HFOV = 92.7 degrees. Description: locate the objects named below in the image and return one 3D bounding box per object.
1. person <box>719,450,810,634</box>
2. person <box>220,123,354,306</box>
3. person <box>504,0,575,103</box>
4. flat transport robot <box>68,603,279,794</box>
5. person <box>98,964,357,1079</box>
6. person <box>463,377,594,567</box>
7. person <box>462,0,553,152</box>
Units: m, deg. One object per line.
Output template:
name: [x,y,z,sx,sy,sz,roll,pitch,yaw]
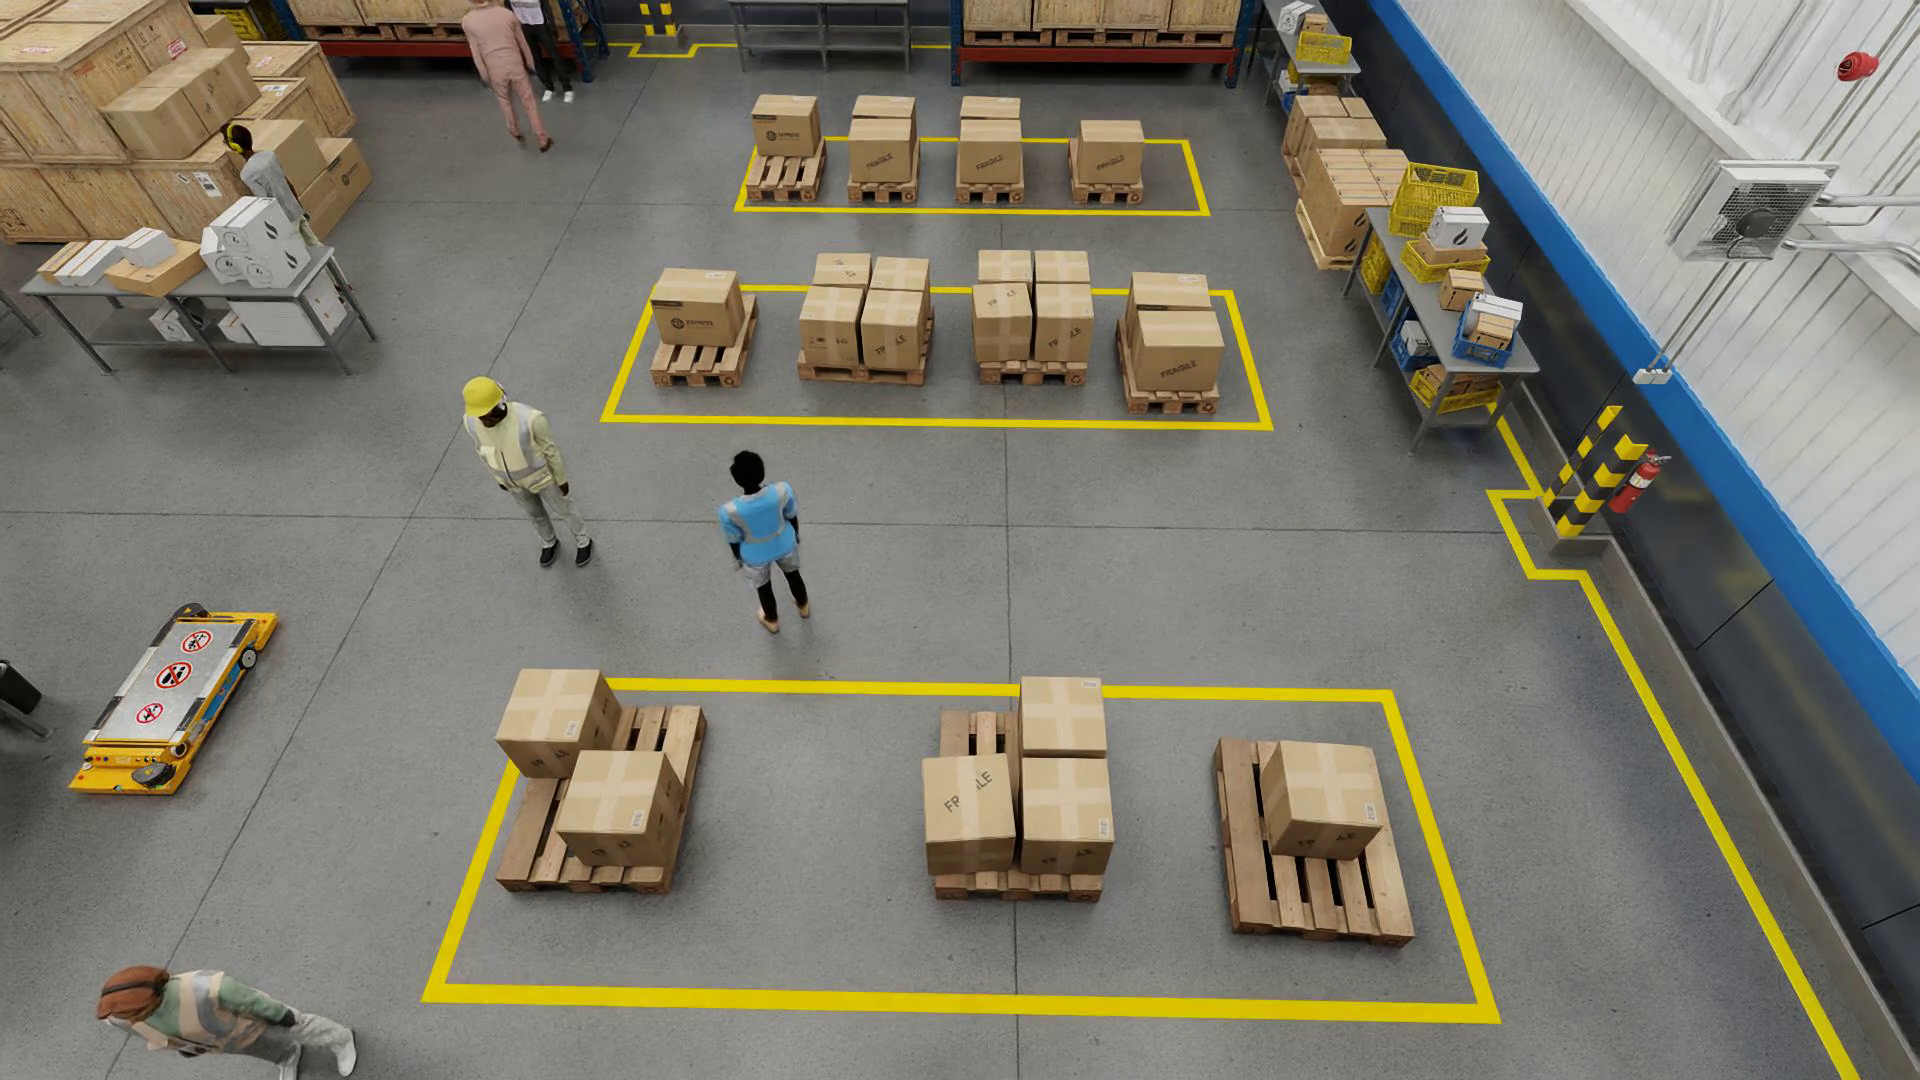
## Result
person: [-1.341,0.037,6.389,0.540,1.695,0.317,-24,54,-19]
person: [-6.586,-3.141,8.969,0.328,1.870,0.514,0,50,0]
person: [-5.580,-6.761,12.009,0.600,1.905,0.388,4,50,3]
flat transport robot: [-5.504,1.072,6.442,0.652,0.197,1.431,1,50,1]
person: [-3.540,2.365,4.463,0.520,1.632,0.314,-13,51,-11]
person: [-3.185,-0.478,6.747,0.581,1.824,0.403,1,50,1]
person: [-5.550,-5.781,11.226,0.669,1.845,0.840,-25,54,-20]
